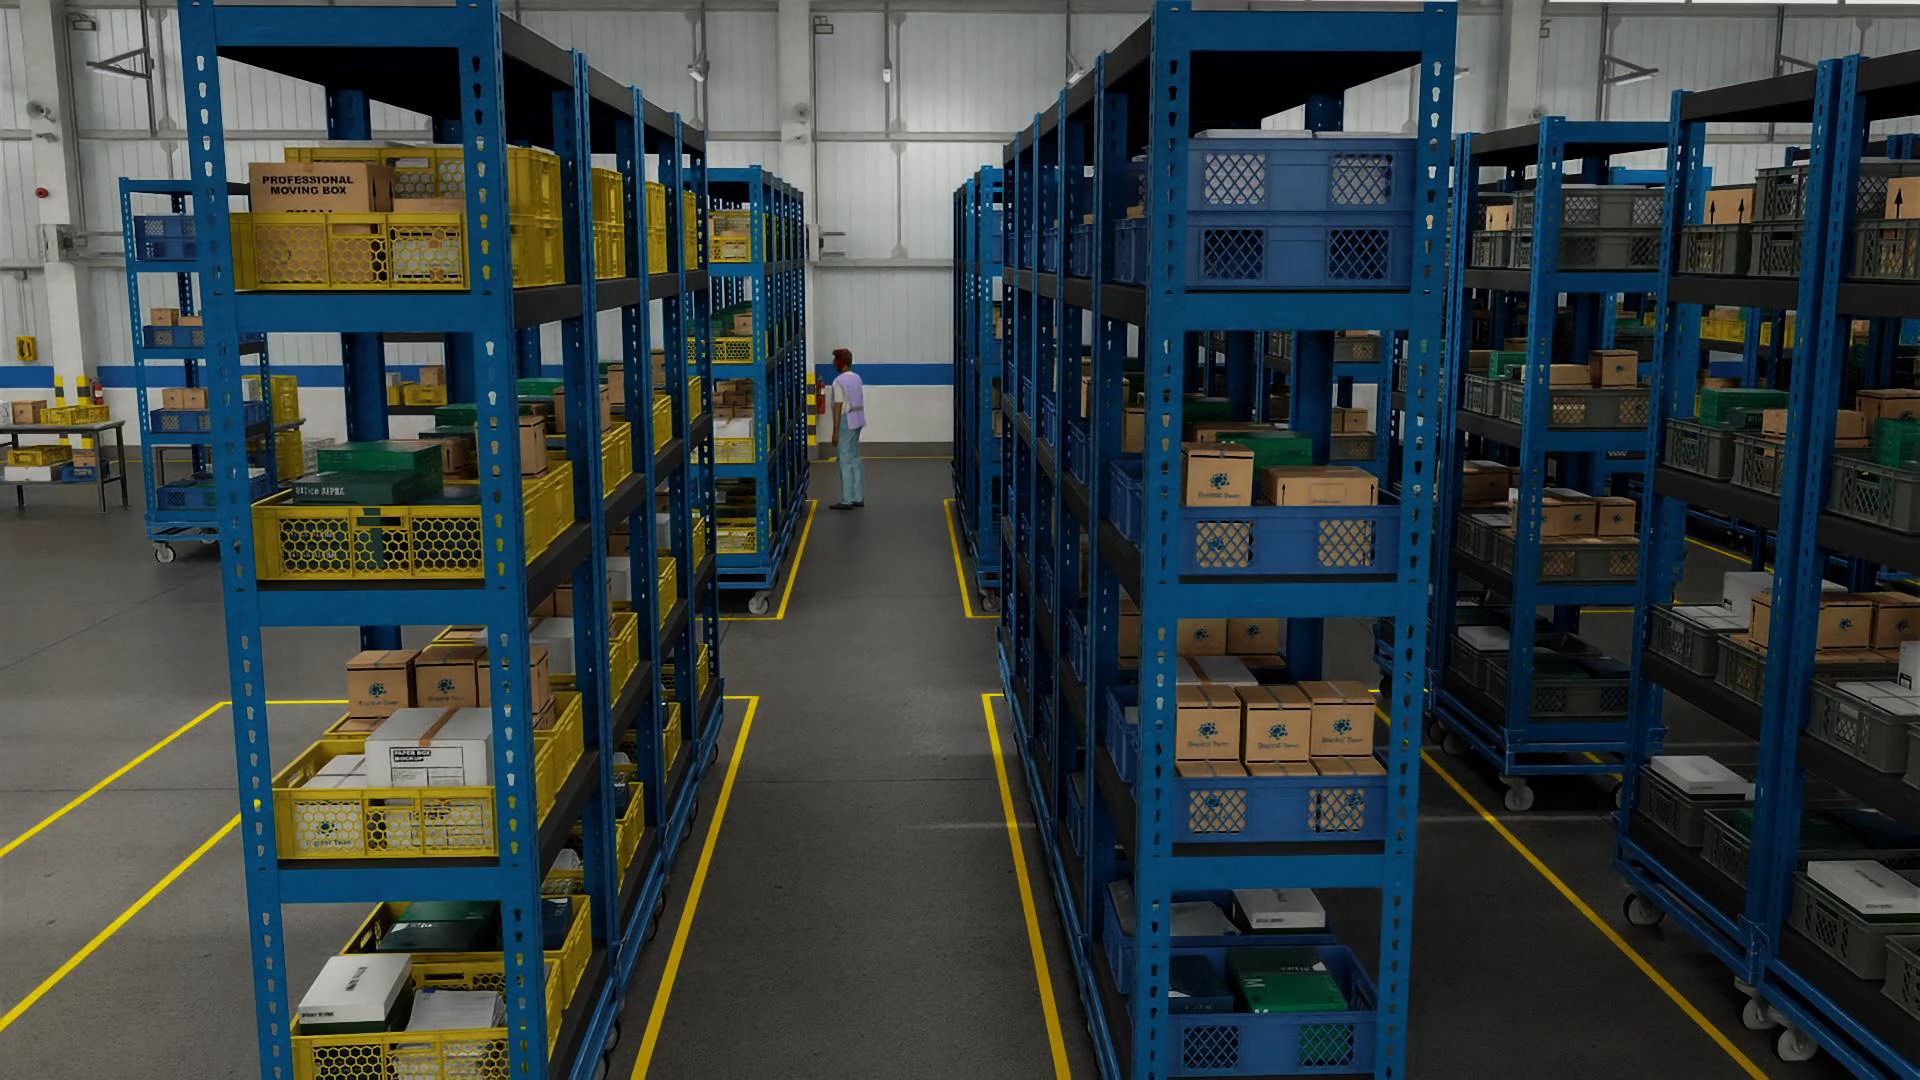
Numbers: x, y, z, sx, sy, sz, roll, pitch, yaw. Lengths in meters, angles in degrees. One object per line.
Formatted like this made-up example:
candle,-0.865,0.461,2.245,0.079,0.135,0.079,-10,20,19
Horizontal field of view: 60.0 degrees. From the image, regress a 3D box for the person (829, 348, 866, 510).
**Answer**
person,-1.273,-1.257,18.936,0.390,1.837,0.560,4,11,21
